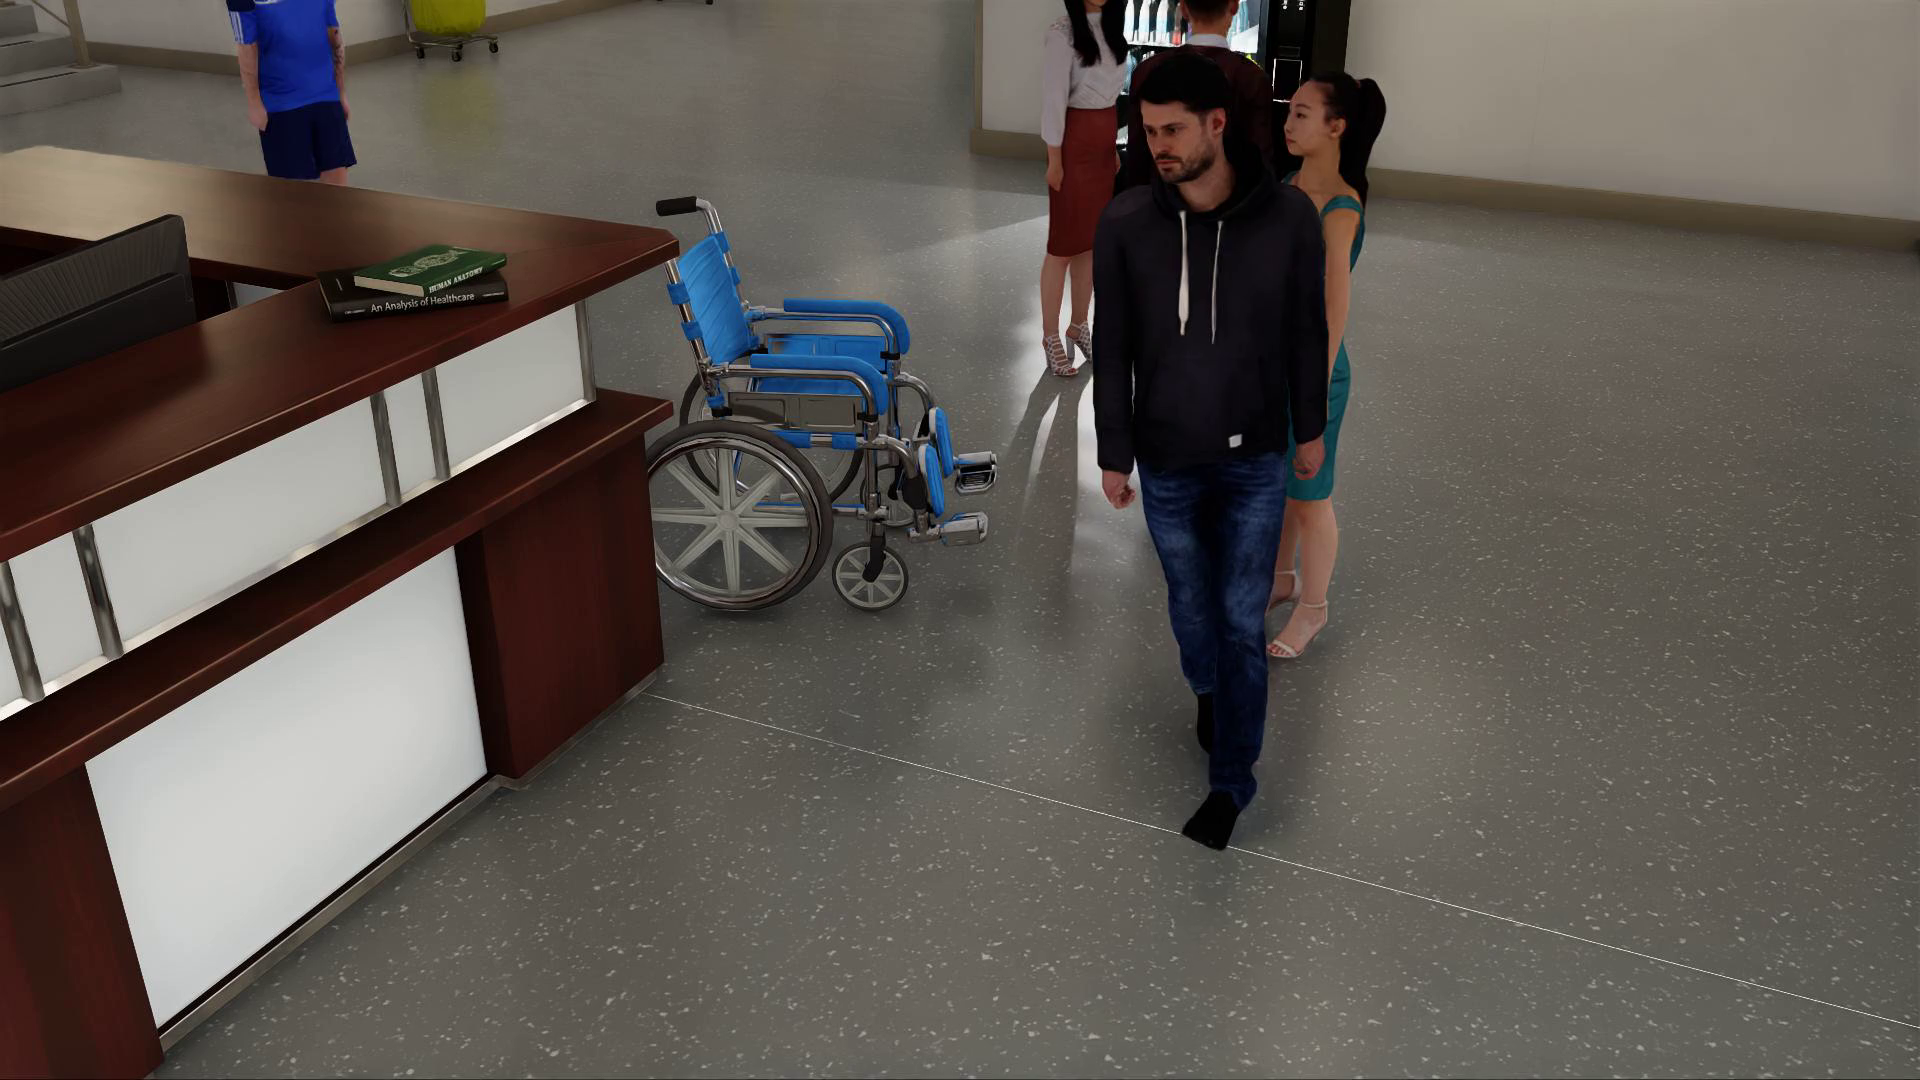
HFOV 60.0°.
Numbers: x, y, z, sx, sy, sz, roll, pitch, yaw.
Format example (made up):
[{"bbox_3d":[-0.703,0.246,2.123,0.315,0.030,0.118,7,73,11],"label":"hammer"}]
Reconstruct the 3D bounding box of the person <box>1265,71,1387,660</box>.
[{"bbox_3d":[0.968,-0.465,4.706,0.658,1.685,0.613,-7,27,-14],"label":"person"}]

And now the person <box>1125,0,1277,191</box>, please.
[{"bbox_3d":[0.766,-0.963,5.547,0.773,1.852,0.769,12,28,24],"label":"person"}]

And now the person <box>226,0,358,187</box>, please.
[{"bbox_3d":[-3.192,-2.091,7.918,1.037,1.824,0.819,20,32,36],"label":"person"}]

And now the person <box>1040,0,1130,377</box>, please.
[{"bbox_3d":[0.509,-1.558,6.897,0.619,1.750,0.655,22,34,38],"label":"person"}]

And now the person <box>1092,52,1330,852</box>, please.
[{"bbox_3d":[0.613,-0.236,4.063,1.118,1.832,0.913,5,26,10],"label":"person"}]
